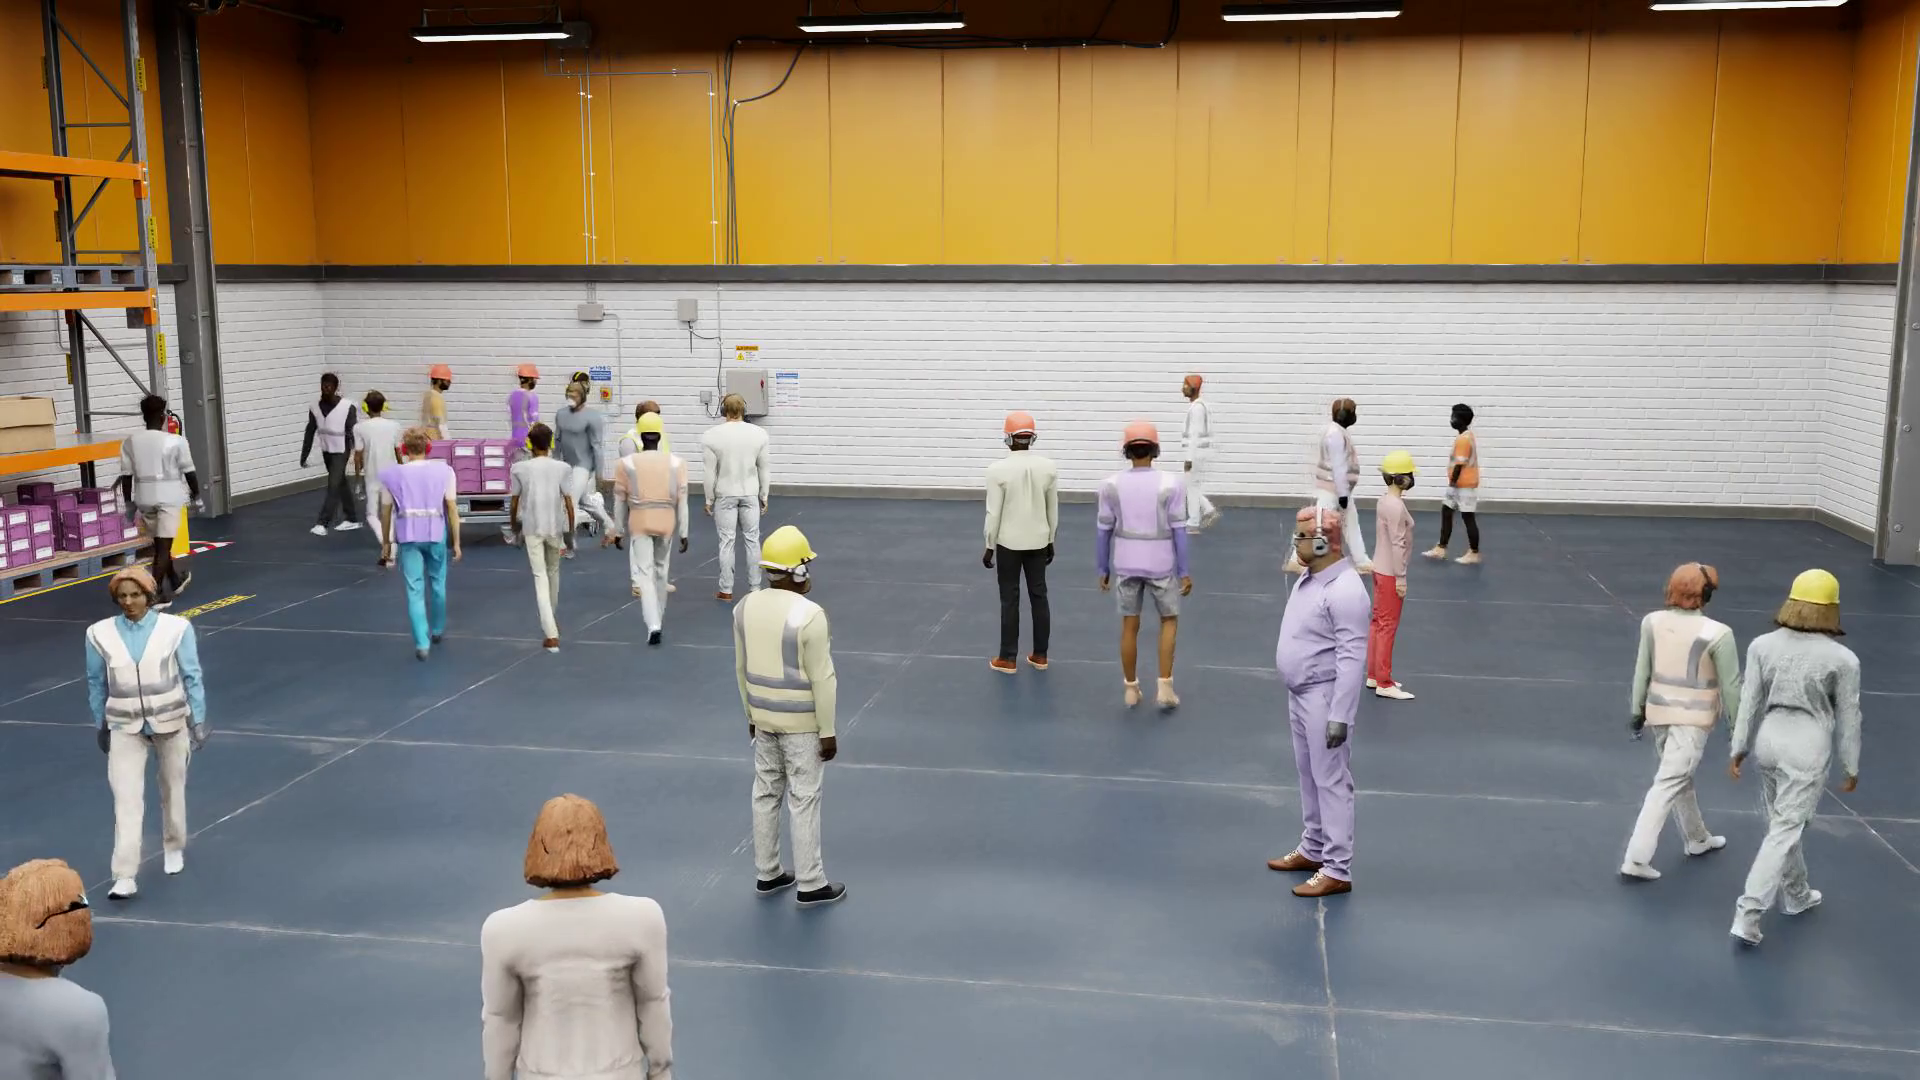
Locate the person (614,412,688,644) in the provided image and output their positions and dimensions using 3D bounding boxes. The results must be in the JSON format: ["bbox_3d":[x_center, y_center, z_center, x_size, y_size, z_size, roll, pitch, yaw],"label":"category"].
[{"bbox_3d":[-2.537,-0.113,13.742,0.593,1.892,0.931,-3,10,-19],"label":"person"}]

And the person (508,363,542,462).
[{"bbox_3d":[-5.365,-1.220,20.542,0.545,1.916,0.509,7,12,38],"label":"person"}]

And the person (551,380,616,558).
[{"bbox_3d":[-4.043,-0.782,17.886,0.636,1.898,0.995,8,12,40],"label":"person"}]

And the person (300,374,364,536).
[{"bbox_3d":[-7.319,-0.987,19.220,0.749,1.855,0.957,3,10,21],"label":"person"}]

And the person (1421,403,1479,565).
[{"bbox_3d":[5.091,-0.576,17.246,0.708,1.668,0.558,3,10,17],"label":"person"}]

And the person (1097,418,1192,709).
[{"bbox_3d":[1.271,0.179,11.476,0.671,2.030,0.421,3,10,19],"label":"person"}]

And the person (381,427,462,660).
[{"bbox_3d":[-4.307,0.004,13.282,0.587,1.794,0.950,-3,10,-19],"label":"person"}]

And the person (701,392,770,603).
[{"bbox_3d":[-2.056,-0.387,15.284,0.631,1.940,0.372,-3,10,-19],"label":"person"}]

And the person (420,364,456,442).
[{"bbox_3d":[-6.411,-1.198,20.398,0.533,1.909,0.622,-5,10,-28],"label":"person"}]

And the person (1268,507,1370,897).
[{"bbox_3d":[1.741,0.782,8.141,0.403,1.904,0.652,-1,9,-7],"label":"person"}]

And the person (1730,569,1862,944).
[{"bbox_3d":[3.789,0.976,7.594,0.884,1.695,0.520,-7,11,-36],"label":"person"}]

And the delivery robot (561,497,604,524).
[{"bbox_3d":[-4.466,-0.361,19.115,0.707,0.478,0.477,0,9,-2],"label":"delivery robot"}]

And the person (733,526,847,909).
[{"bbox_3d":[-0.806,0.842,7.974,0.591,1.837,0.403,7,12,37],"label":"person"}]

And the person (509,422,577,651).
[{"bbox_3d":[-3.422,-0.054,13.596,0.493,1.816,1.005,-4,10,-25],"label":"person"}]

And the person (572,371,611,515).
[{"bbox_3d":[-4.729,-1.173,20.537,0.710,1.817,0.571,-2,9,-13],"label":"person"}]

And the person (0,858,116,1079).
[{"bbox_3d":[-2.280,1.582,4.089,0.515,1.607,0.730,5,10,26],"label":"person"}]

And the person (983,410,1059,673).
[{"bbox_3d":[0.457,0.016,12.612,0.608,1.995,0.377,-4,10,-25],"label":"person"}]

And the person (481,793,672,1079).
[{"bbox_3d":[-1.044,1.499,4.568,0.505,1.628,0.276,-1,9,-8],"label":"person"}]

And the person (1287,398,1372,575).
[{"bbox_3d":[3.749,-0.524,16.611,0.970,1.796,0.650,3,10,16],"label":"person"}]

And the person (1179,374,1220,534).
[{"bbox_3d":[2.718,-0.986,19.208,0.436,1.868,0.588,1,9,6],"label":"person"}]

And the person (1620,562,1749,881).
[{"bbox_3d":[3.640,0.902,8.363,0.882,1.587,0.524,-5,10,-27],"label":"person"}]

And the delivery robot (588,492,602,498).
[{"bbox_3d":[-4.583,-0.437,19.585,0.707,0.478,0.477,-3,9,-17],"label":"delivery robot"}]

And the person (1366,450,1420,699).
[{"bbox_3d":[3.102,0.243,11.903,0.309,1.772,0.523,0,9,2],"label":"person"}]

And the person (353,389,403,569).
[{"bbox_3d":[-5.874,-0.604,16.928,0.523,1.854,0.650,-8,12,-39],"label":"person"}]

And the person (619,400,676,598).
[{"bbox_3d":[-2.900,-0.387,15.588,0.429,1.842,0.636,4,10,25],"label":"person"}]

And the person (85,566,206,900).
[{"bbox_3d":[-3.971,0.933,8.126,0.534,1.597,0.828,-3,10,-17],"label":"person"}]

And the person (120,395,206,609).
[{"bbox_3d":[-7.292,-0.373,15.262,0.612,1.909,1.005,0,9,3],"label":"person"}]
